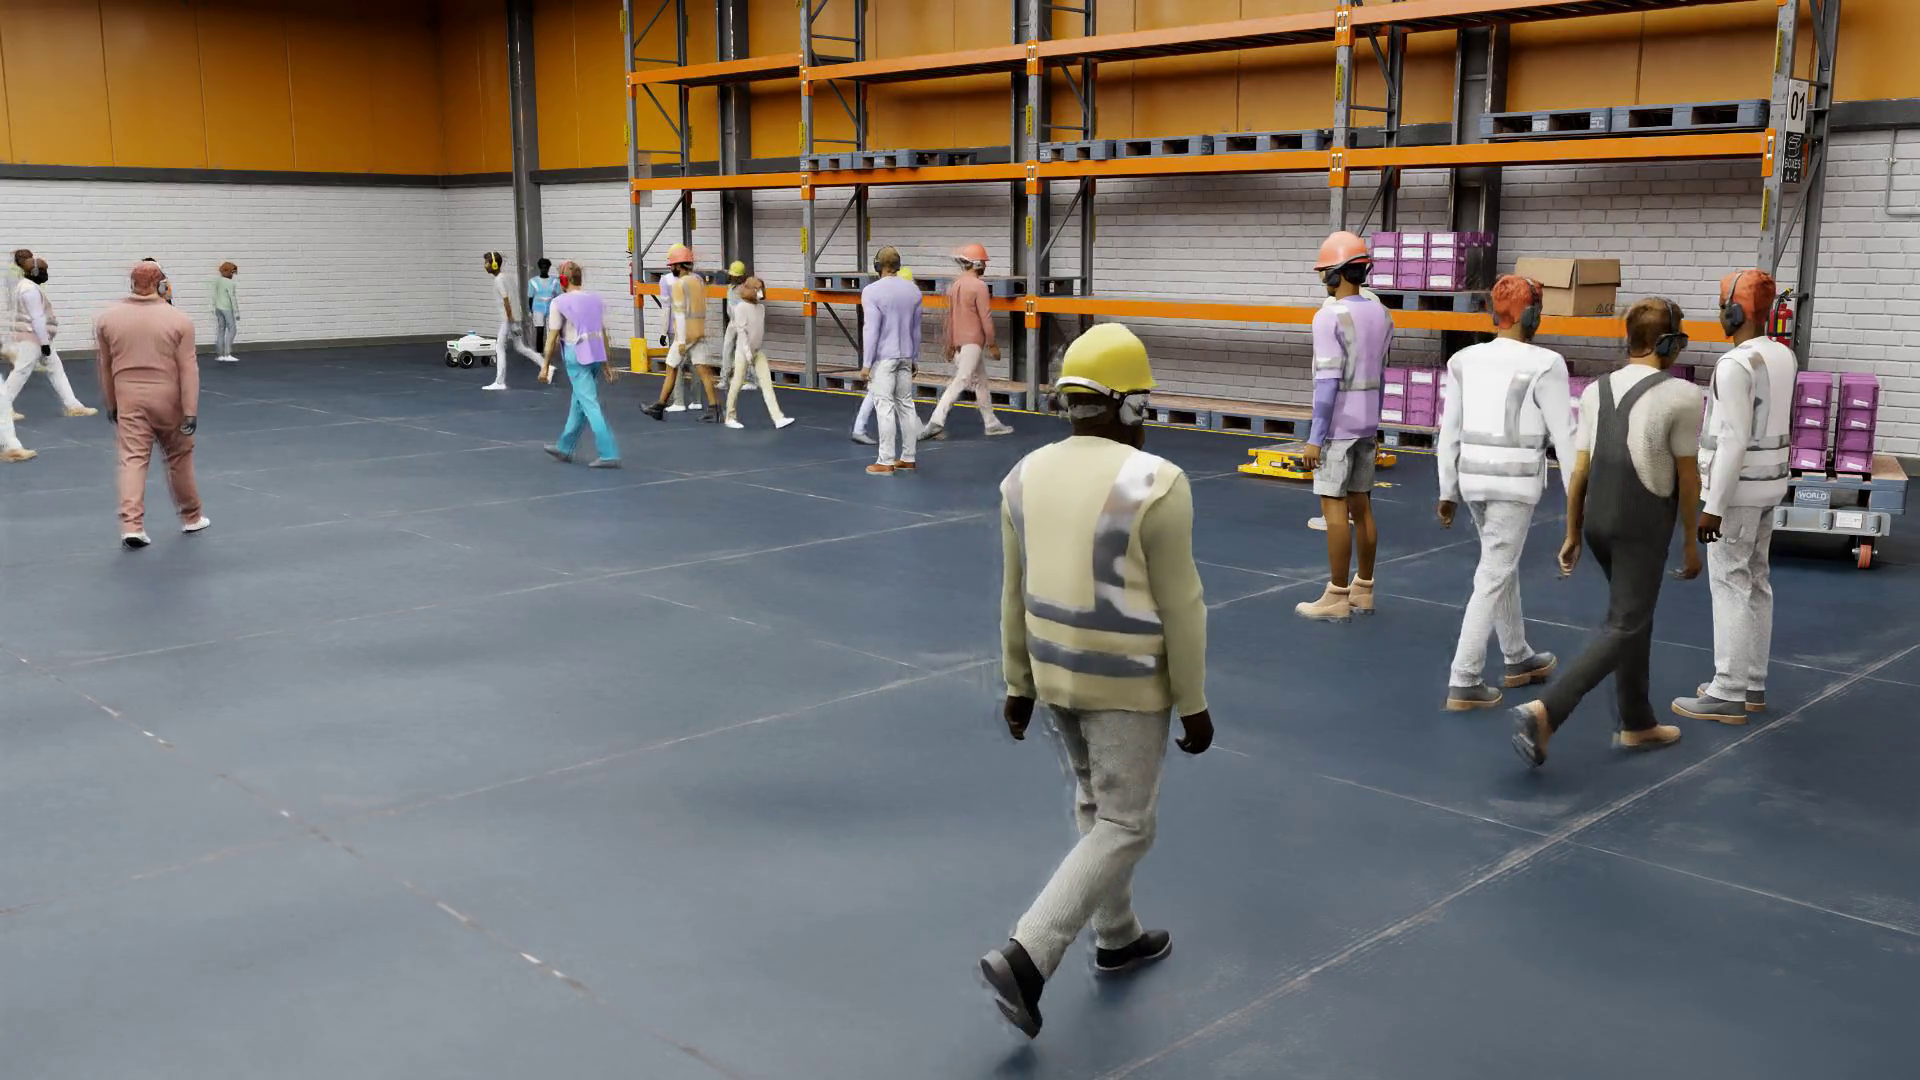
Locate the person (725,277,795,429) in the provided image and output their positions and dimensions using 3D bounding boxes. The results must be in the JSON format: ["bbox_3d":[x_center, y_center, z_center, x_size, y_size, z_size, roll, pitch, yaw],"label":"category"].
[{"bbox_3d":[-2.142,-1.938,17.336,0.867,1.586,0.499,7,12,33],"label":"person"}]

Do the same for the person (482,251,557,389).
[{"bbox_3d":[-5.824,-2.876,21.860,0.896,1.820,0.550,0,10,-3],"label":"person"}]

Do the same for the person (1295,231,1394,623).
[{"bbox_3d":[1.996,-0.588,8.747,0.614,2.039,0.389,-10,14,-44],"label":"person"}]

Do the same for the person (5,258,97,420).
[{"bbox_3d":[-10.198,-2.211,18.334,1.013,1.783,0.644,-6,12,-29],"label":"person"}]

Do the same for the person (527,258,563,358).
[{"bbox_3d":[-6.570,-3.634,26.351,0.562,1.667,0.577,-3,11,-16],"label":"person"}]

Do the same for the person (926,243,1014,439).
[{"bbox_3d":[0.068,-1.982,16.633,1.024,1.952,0.607,-5,11,-24],"label":"person"}]

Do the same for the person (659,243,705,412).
[{"bbox_3d":[-3.209,-2.435,19.131,0.594,1.924,0.382,-10,14,-44],"label":"person"}]

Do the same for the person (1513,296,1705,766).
[{"bbox_3d":[2.474,-0.018,6.308,0.877,1.808,0.495,-5,11,-24],"label":"person"}]

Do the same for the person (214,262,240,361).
[{"bbox_3d":[-11.838,-3.684,26.850,0.626,1.597,0.327,8,13,39],"label":"person"}]

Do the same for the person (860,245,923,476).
[{"bbox_3d":[-0.584,-1.511,14.067,0.635,1.936,0.351,-10,14,-44],"label":"person"}]

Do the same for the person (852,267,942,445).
[{"bbox_3d":[-0.638,-1.780,16.148,0.918,1.702,0.561,-2,11,-11],"label":"person"}]

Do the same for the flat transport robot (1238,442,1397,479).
[{"bbox_3d":[3.070,-0.706,14.224,1.431,0.197,0.652,-10,14,-44],"label":"flat transport robot"}]

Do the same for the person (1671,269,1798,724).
[{"bbox_3d":[3.248,-0.176,6.933,0.584,1.881,0.337,-10,14,-44],"label":"person"}]

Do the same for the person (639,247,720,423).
[{"bbox_3d":[-3.023,-2.213,18.028,0.997,1.878,0.574,4,11,22],"label":"person"}]

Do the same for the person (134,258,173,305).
[{"bbox_3d":[-11.758,-3.263,24.267,0.540,1.698,0.317,-10,14,-44],"label":"person"}]

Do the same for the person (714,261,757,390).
[{"bbox_3d":[-2.920,-2.769,21.602,0.554,1.686,0.711,10,14,44],"label":"person"}]

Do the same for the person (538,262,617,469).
[{"bbox_3d":[-3.364,-1.527,14.563,0.968,1.784,0.567,5,12,27],"label":"person"}]

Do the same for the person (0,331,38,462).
[{"bbox_3d":[-8.650,-1.543,14.680,0.885,1.778,0.639,-1,10,-5],"label":"person"}]

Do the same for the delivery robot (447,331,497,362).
[{"bbox_3d":[-7.481,-2.967,25.523,0.707,0.478,0.477,-10,15,-44],"label":"delivery robot"}]

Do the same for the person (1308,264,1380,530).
[{"bbox_3d":[2.640,-1.056,11.434,0.622,1.990,0.394,-10,14,-44],"label":"person"}]

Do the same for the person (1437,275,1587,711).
[{"bbox_3d":[2.430,-0.209,7.217,0.915,1.847,0.594,-6,12,-29],"label":"person"}]

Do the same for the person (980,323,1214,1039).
[{"bbox_3d":[0.322,0.352,4.264,0.775,1.805,0.589,-9,14,-40],"label":"person"}]

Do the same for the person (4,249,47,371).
[{"bbox_3d":[-13.967,-3.421,24.783,0.588,1.823,0.636,-1,10,-4],"label":"person"}]

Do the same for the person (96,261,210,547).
[{"bbox_3d":[-5.345,-0.904,10.990,0.655,1.860,0.991,-1,10,-7],"label":"person"}]
